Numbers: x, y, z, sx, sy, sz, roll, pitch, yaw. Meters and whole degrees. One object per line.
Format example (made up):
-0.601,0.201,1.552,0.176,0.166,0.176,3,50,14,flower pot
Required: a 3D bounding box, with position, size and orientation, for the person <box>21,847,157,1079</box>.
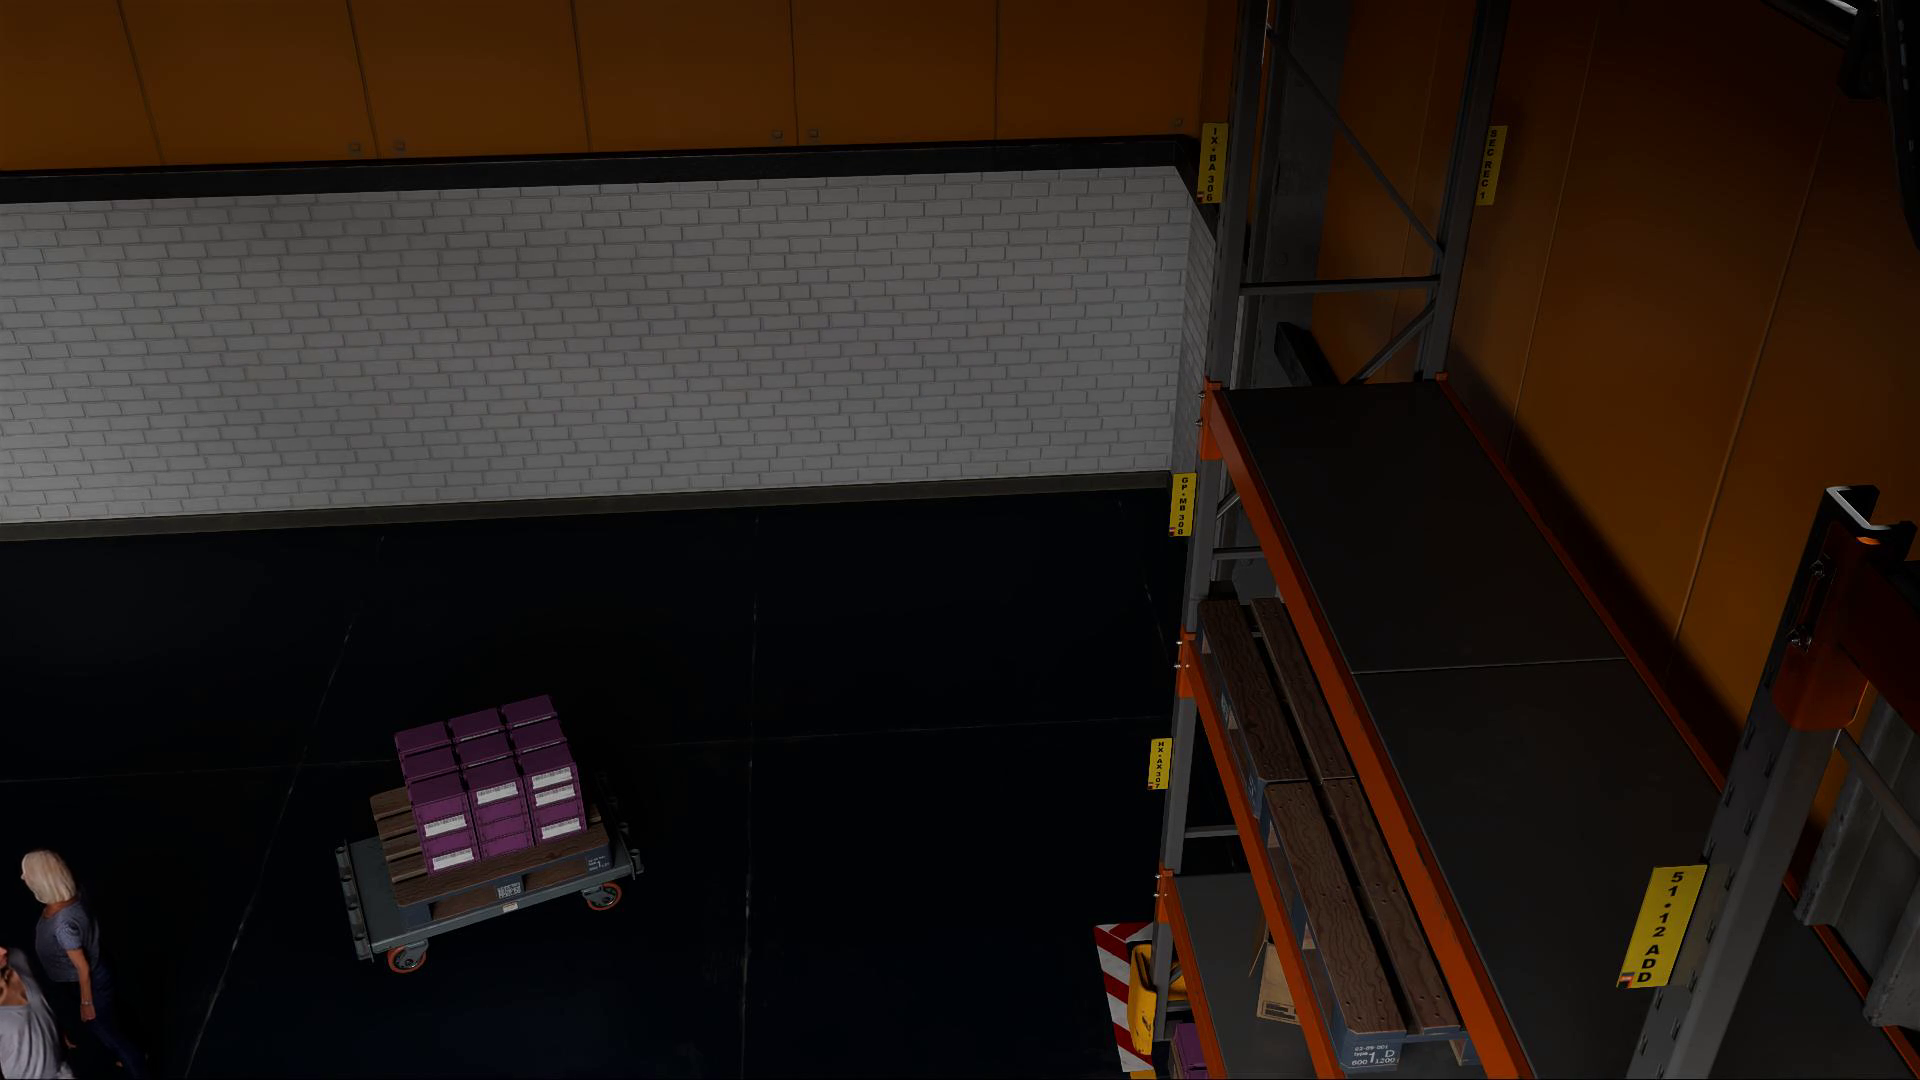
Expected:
-4.428,2.213,8.471,0.711,1.722,0.550,-13,36,-19,person
